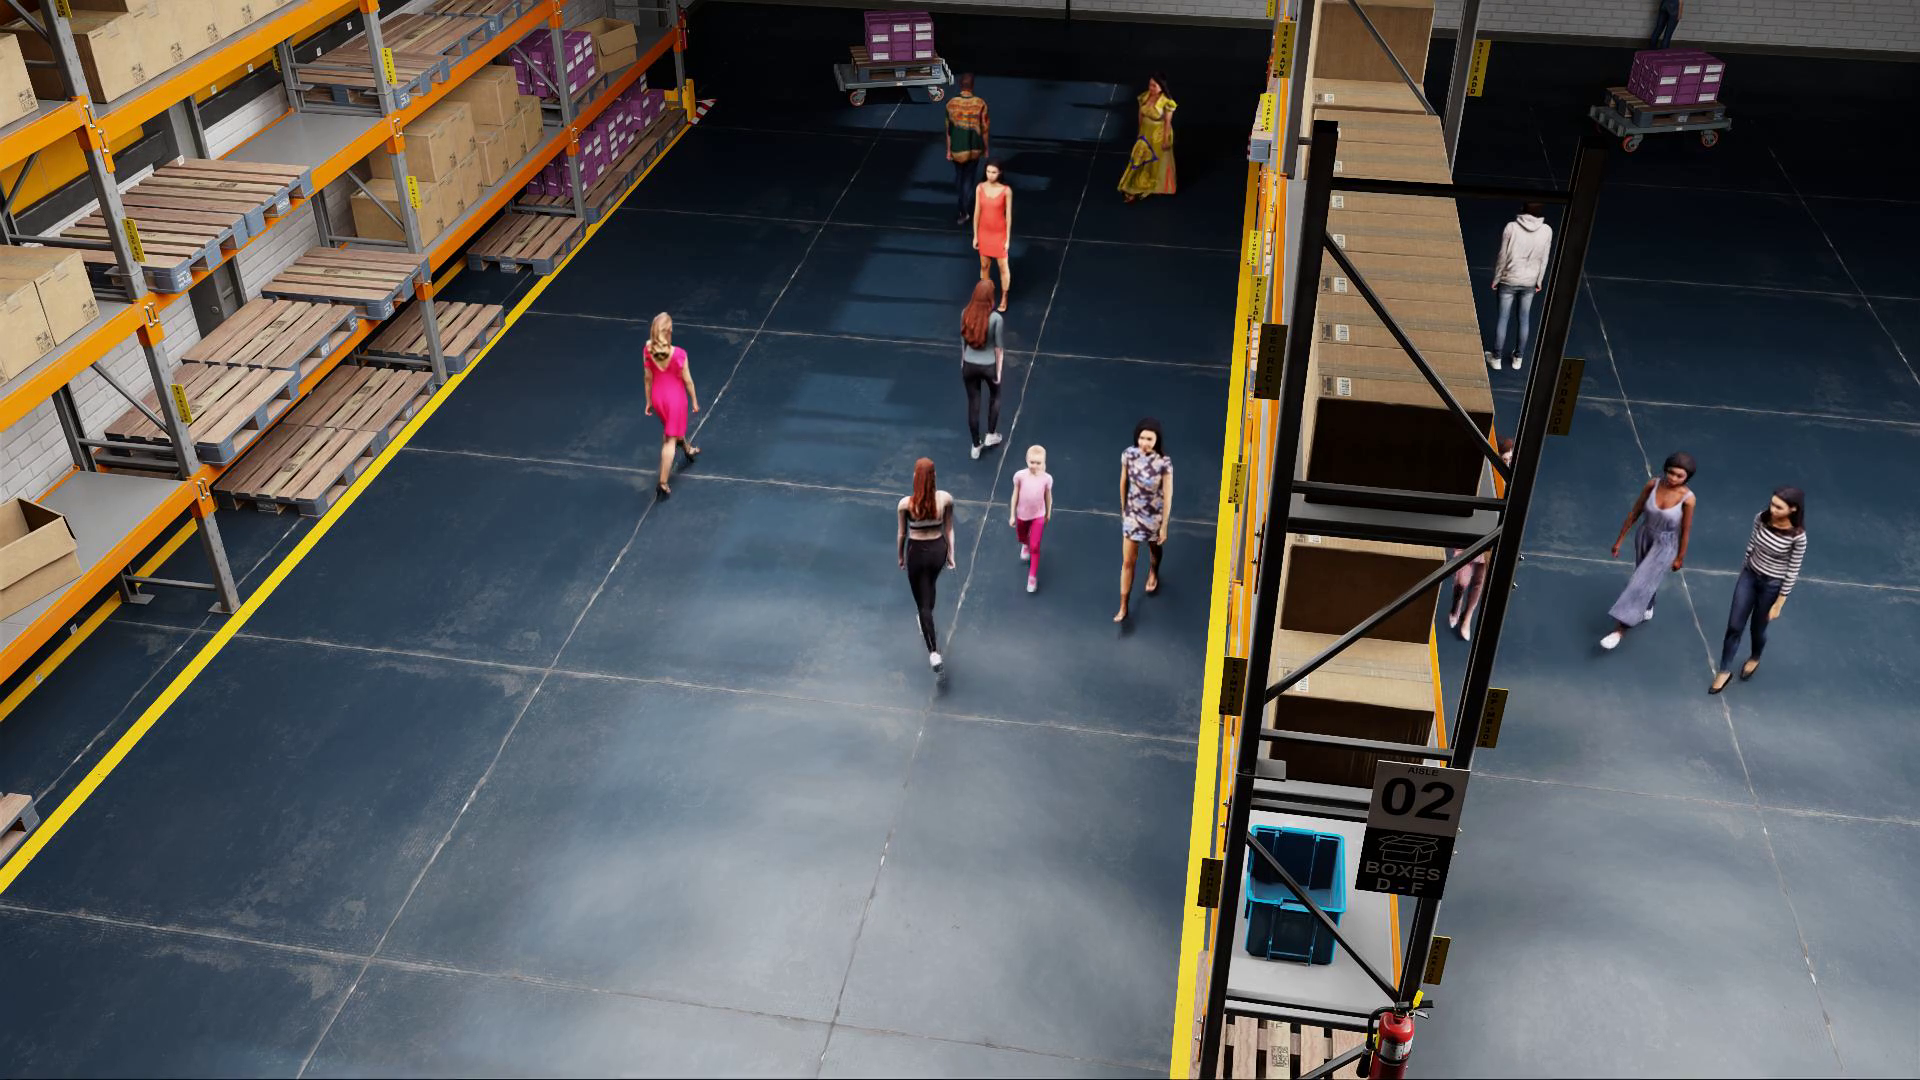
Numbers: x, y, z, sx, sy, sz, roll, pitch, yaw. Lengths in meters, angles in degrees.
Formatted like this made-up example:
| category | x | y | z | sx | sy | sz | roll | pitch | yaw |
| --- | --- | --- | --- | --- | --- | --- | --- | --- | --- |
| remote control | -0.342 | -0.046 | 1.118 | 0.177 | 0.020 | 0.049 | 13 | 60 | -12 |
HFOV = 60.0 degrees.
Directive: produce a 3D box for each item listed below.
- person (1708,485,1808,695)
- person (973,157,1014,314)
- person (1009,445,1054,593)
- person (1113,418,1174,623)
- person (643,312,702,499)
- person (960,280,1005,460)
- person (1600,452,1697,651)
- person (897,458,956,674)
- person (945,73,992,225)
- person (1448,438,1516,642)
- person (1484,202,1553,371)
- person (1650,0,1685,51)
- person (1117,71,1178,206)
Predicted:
| category | x | y | z | sx | sy | sz | roll | pitch | yaw |
| --- | --- | --- | --- | --- | --- | --- | --- | --- | --- |
| person | 6.024 | 0.350 | 12.390 | 0.929 | 1.762 | 0.867 | -22 | 39 | -29 |
| person | 0.362 | -3.293 | 17.912 | 0.602 | 1.716 | 0.558 | 10 | 35 | 14 |
| person | 0.582 | -0.247 | 13.746 | 0.487 | 1.255 | 0.857 | 5 | 34 | 8 |
| person | 1.522 | -0.221 | 13.320 | 0.762 | 1.683 | 1.176 | 11 | 35 | 17 |
| person | -2.610 | -1.157 | 14.726 | 0.716 | 1.686 | 1.094 | 12 | 35 | 17 |
| person | 0.162 | -1.525 | 15.241 | 0.629 | 1.728 | 0.664 | 9 | 35 | 13 |
| person | 5.474 | 0.028 | 12.962 | 1.089 | 1.664 | 1.034 | -19 | 38 | -26 |
| person | -0.246 | 0.213 | 12.639 | 0.887 | 1.714 | 1.236 | -7 | 34 | -10 |
| person | 0.056 | -4.639 | 19.875 | 0.697 | 1.784 | 0.824 | 7 | 34 | 11 |
| person | 4.058 | -0.046 | 12.961 | 0.654 | 1.789 | 0.610 | 4 | 34 | 5 |
| person | 5.620 | -2.608 | 16.759 | 0.713 | 1.851 | 0.634 | -1 | 34 | -1 |
| person | 10.679 | -8.017 | 25.007 | 0.712 | 1.728 | 0.611 | -13 | 36 | -19 |
| person | 2.443 | -4.970 | 20.533 | 1.064 | 1.606 | 1.396 | 20 | 38 | 27 |
